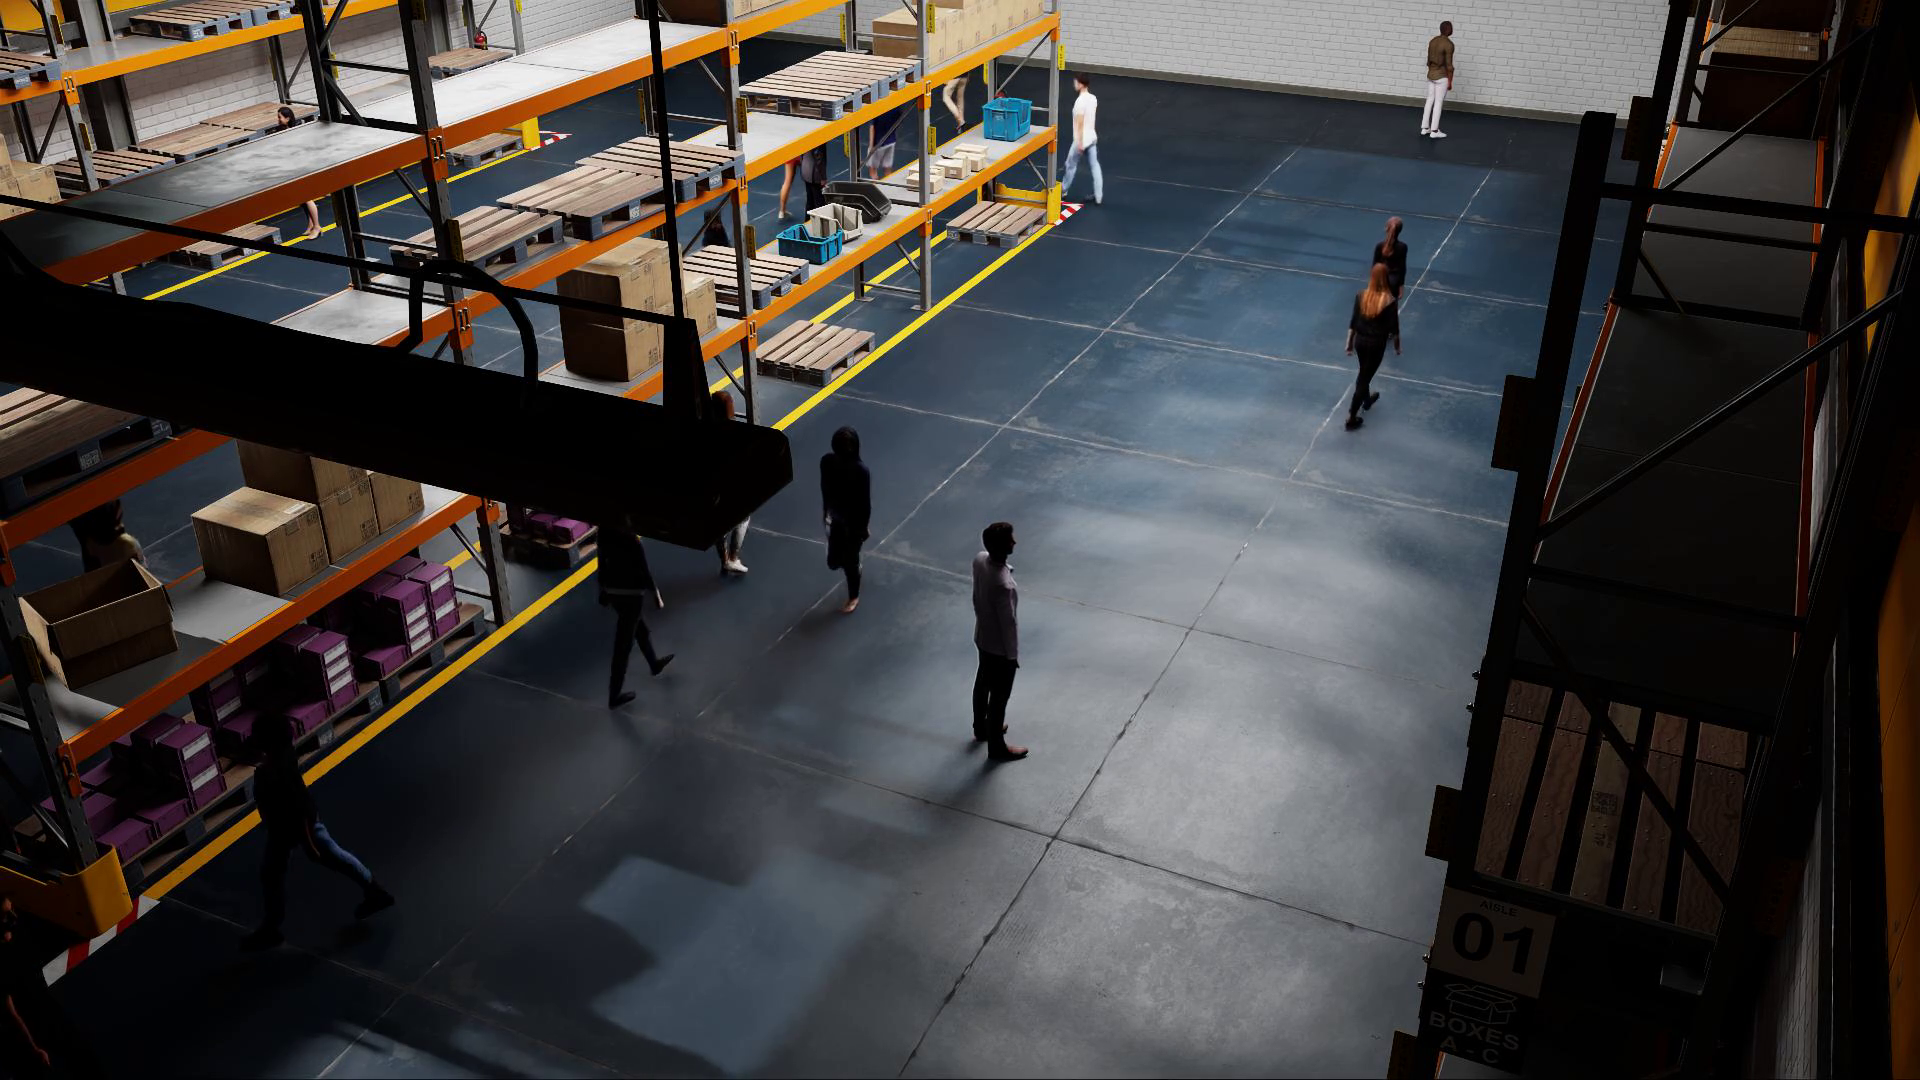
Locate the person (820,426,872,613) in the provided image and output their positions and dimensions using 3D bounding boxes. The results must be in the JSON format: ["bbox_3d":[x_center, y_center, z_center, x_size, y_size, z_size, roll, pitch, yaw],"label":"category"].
[{"bbox_3d":[-0.903,-0.219,13.690,0.624,1.709,0.697,15,32,25],"label":"person"}]

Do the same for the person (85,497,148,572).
[{"bbox_3d":[-6.287,0.488,12.426,0.674,1.678,1.149,15,32,25],"label":"person"}]

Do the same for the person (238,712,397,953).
[{"bbox_3d":[-3.951,1.744,10.140,1.107,1.662,1.120,-7,29,-13],"label":"person"}]

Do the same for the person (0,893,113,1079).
[{"bbox_3d":[-4.939,2.524,8.633,1.020,1.736,1.016,-4,29,-8],"label":"person"}]

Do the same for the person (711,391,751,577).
[{"bbox_3d":[-2.050,-0.424,14.078,0.599,1.696,0.584,13,31,23],"label":"person"}]

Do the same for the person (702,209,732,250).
[{"bbox_3d":[-2.760,-3.072,19.058,0.828,1.577,0.651,-2,29,-4],"label":"person"}]

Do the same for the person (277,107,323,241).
[{"bbox_3d":[-8.838,-4.904,22.216,0.801,1.769,0.776,-18,34,-30],"label":"person"}]

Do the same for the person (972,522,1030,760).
[{"bbox_3d":[0.254,0.695,11.866,0.804,1.851,0.756,-11,31,-20],"label":"person"}]

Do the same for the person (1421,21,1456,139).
[{"bbox_3d":[7.713,-7.434,26.794,0.831,1.825,0.800,-13,31,-22],"label":"person"}]

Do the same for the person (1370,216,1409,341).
[{"bbox_3d":[4.784,-2.855,18.717,0.631,1.521,0.991,9,30,16],"label":"person"}]

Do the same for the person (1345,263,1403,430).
[{"bbox_3d":[4.101,-1.931,16.861,1.094,1.677,0.830,-25,38,-38],"label":"person"}]

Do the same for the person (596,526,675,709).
[{"bbox_3d":[-2.544,0.491,12.354,0.706,1.741,1.014,19,34,31],"label":"person"}]

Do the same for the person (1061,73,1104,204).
[{"bbox_3d":[1.827,-5.630,23.498,0.970,1.815,1.115,24,37,37],"label":"person"}]
